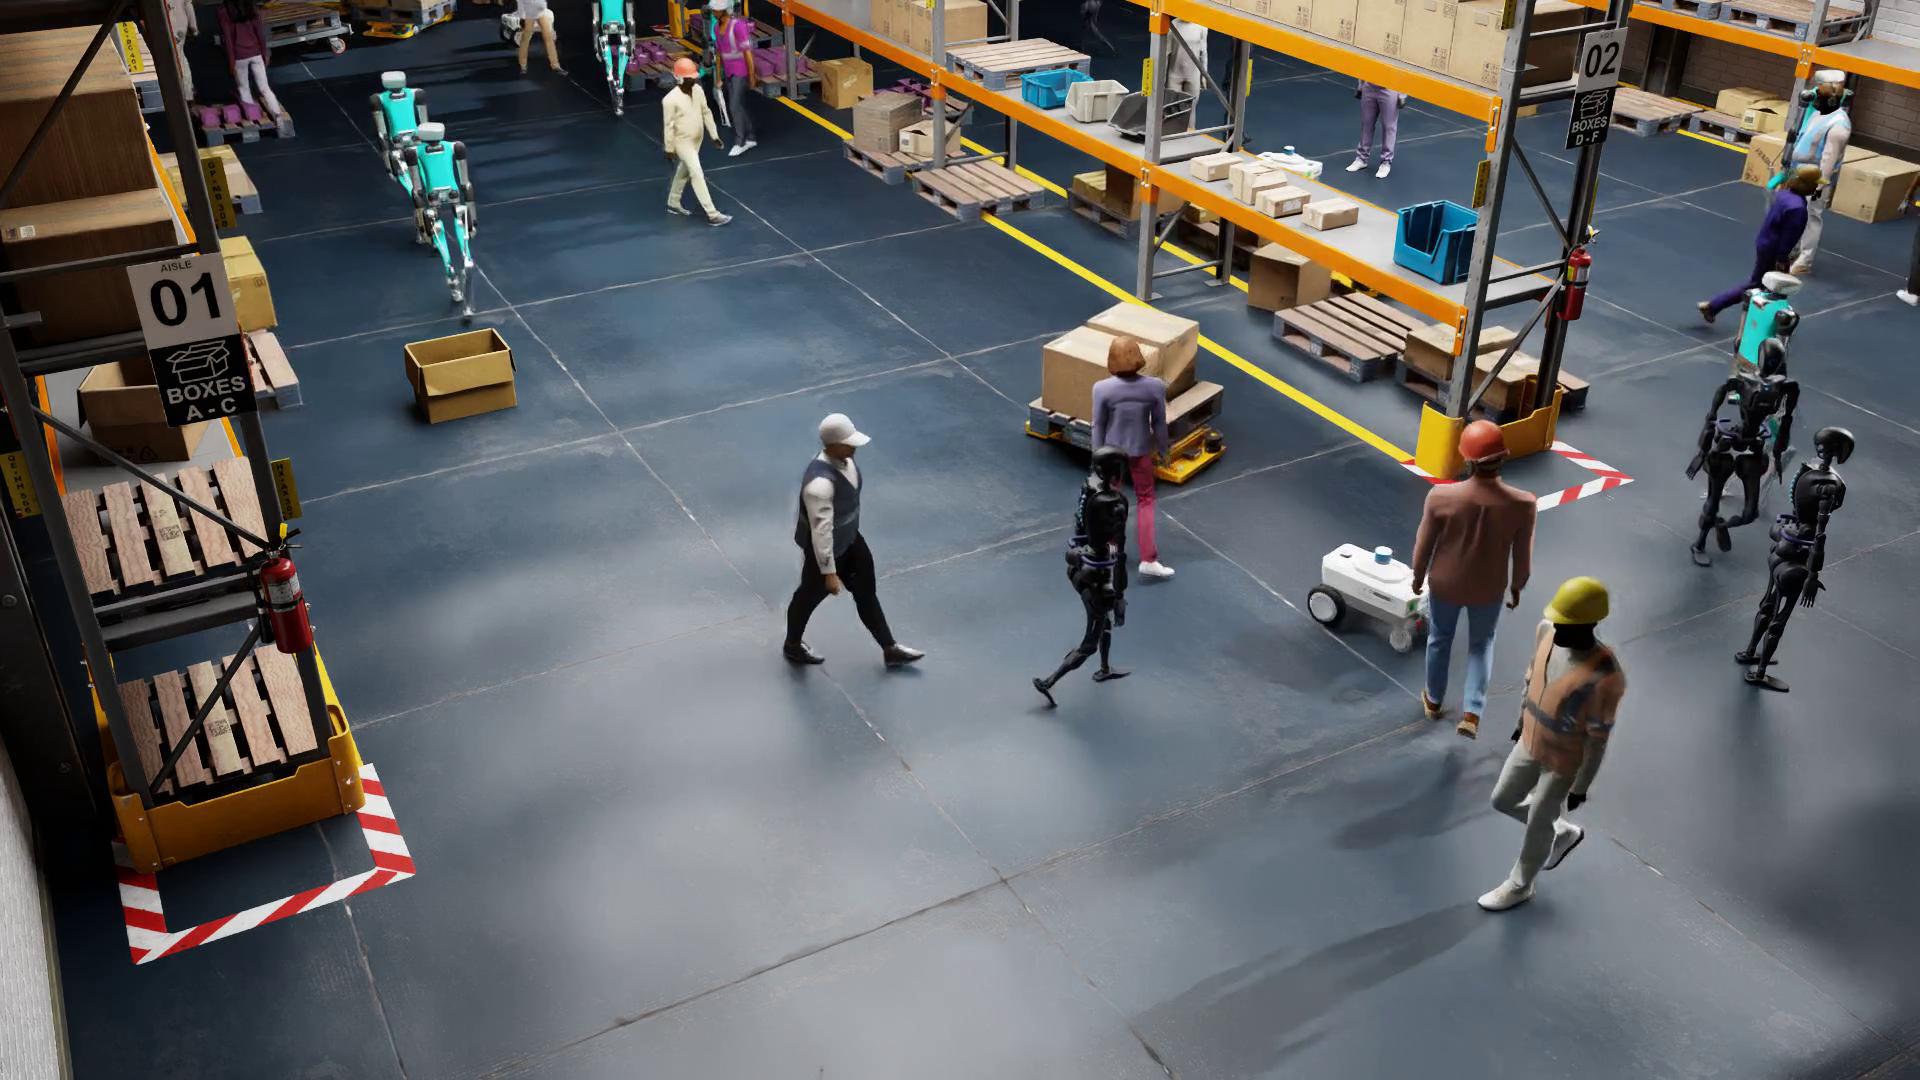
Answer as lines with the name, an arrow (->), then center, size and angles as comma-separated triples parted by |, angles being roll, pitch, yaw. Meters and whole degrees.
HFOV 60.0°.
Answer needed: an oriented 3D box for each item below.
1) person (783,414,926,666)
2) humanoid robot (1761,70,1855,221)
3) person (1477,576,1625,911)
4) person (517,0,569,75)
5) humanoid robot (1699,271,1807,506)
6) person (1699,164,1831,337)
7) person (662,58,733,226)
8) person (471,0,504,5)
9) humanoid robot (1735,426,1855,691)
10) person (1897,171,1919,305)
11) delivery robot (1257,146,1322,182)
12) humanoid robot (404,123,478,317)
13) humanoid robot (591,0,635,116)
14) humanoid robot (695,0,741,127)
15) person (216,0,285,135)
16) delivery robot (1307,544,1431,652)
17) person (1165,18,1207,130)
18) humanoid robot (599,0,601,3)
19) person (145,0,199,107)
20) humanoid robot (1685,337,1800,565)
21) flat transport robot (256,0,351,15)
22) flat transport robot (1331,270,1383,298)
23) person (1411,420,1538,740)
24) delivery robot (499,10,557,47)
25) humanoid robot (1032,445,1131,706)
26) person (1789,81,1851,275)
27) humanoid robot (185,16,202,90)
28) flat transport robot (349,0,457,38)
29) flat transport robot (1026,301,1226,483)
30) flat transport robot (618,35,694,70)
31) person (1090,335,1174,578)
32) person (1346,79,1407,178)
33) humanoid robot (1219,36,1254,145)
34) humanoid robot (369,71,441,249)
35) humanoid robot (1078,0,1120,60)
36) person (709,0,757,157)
person -> -0.698, 0.039, 9.896 | 0.930, 1.705, 0.788 | 11, 32, 19
humanoid robot -> 8.373, -3.862, 16.617 | 0.538, 1.754, 0.670 | -3, 30, -5
person -> 2.891, 0.991, 8.032 | 0.516, 1.912, 0.604 | -9, 31, -16
person -> -5.756, -7.130, 22.398 | 0.765, 1.692, 0.581 | 20, 35, 31
humanoid robot -> 5.750, -1.044, 11.754 | 0.743, 1.787, 0.539 | -4, 30, -8
person -> 7.010, -2.531, 14.506 | 0.761, 1.577, 0.466 | 11, 32, 19
person -> -2.763, -4.106, 17.115 | 0.920, 1.700, 0.574 | 14, 33, 23
person -> -7.495, -9.353, 26.138 | 0.551, 1.815, 0.721 | 20, 35, 30
humanoid robot -> 4.960, 0.078, 9.845 | 0.315, 1.657, 0.599 | 7, 31, 12
person -> 8.876, -3.051, 15.136 | 0.518, 1.849, 0.419 | 1, 30, 2
delivery robot -> 3.511, -3.965, 18.023 | 0.763, 0.592, 0.525 | 20, 35, 31
humanoid robot -> -4.542, -2.763, 14.778 | 0.542, 1.746, 1.033 | -10, 31, -17
humanoid robot -> -4.220, -6.013, 20.432 | 0.563, 1.740, 1.040 | -7, 31, -11
humanoid robot -> -3.075, -5.929, 20.290 | 0.562, 1.759, 1.009 | -24, 38, -35
person -> -8.484, -5.789, 19.829 | 0.504, 1.928, 0.817 | -24, 38, -35
delivery robot -> 2.638, 0.325, 10.576 | 0.499, 0.613, 0.816 | -26, 39, -38
person -> 2.546, -5.322, 19.051 | 0.563, 1.888, 0.379 | -2, 30, -3
humanoid robot -> -5.867, -9.399, 26.402 | 0.599, 1.623, 0.788 | -2, 30, -4
person -> -9.976, -6.451, 20.990 | 0.541, 1.915, 0.667 | 16, 34, 26
humanoid robot -> 5.154, -0.604, 11.036 | 0.609, 1.645, 0.404 | 2, 30, 3
flat transport robot -> -10.133, -8.312, 25.879 | 1.431, 0.231, 0.659 | -3, 30, -5
flat transport robot -> 4.222, -2.580, 15.902 | 1.431, 0.231, 0.659 | -12, 32, -20
person -> 2.844, 0.238, 9.299 | 0.642, 1.971, 0.659 | 7, 31, 12
delivery robot -> -6.293, -7.481, 24.164 | 0.816, 0.613, 0.499 | -20, 35, -31
humanoid robot -> 0.733, 0.195, 9.692 | 0.718, 1.637, 0.611 | -12, 32, -19
person -> 8.107, -3.444, 15.837 | 0.431, 1.836, 0.623 | 1, 30, 2
humanoid robot -> -10.241, -6.659, 21.626 | 0.726, 1.627, 0.601 | 14, 33, 23
flat transport robot -> -8.276, -7.775, 24.944 | 0.659, 0.231, 1.431 | 8, 31, 13
flat transport robot -> 1.273, -0.823, 12.843 | 1.431, 0.231, 0.659 | 22, 36, 33
flat transport robot -> -4.245, -6.804, 23.254 | 0.659, 0.231, 1.431 | -15, 33, -24
person -> 1.147, -0.541, 11.018 | 0.573, 1.599, 0.610 | -1, 30, -2
person -> 4.685, -4.998, 18.475 | 0.638, 1.903, 0.413 | 23, 37, 35
humanoid robot -> 3.217, -5.311, 19.267 | 0.509, 1.641, 0.588 | -5, 30, -9
humanoid robot -> -5.325, -3.637, 16.228 | 0.543, 1.735, 0.766 | -14, 33, -23
humanoid robot -> 1.927, -7.560, 23.195 | 0.701, 1.639, 0.610 | 9, 31, 15
person -> -2.637, -5.376, 19.221 | 0.642, 1.816, 0.562 | -24, 38, -35
